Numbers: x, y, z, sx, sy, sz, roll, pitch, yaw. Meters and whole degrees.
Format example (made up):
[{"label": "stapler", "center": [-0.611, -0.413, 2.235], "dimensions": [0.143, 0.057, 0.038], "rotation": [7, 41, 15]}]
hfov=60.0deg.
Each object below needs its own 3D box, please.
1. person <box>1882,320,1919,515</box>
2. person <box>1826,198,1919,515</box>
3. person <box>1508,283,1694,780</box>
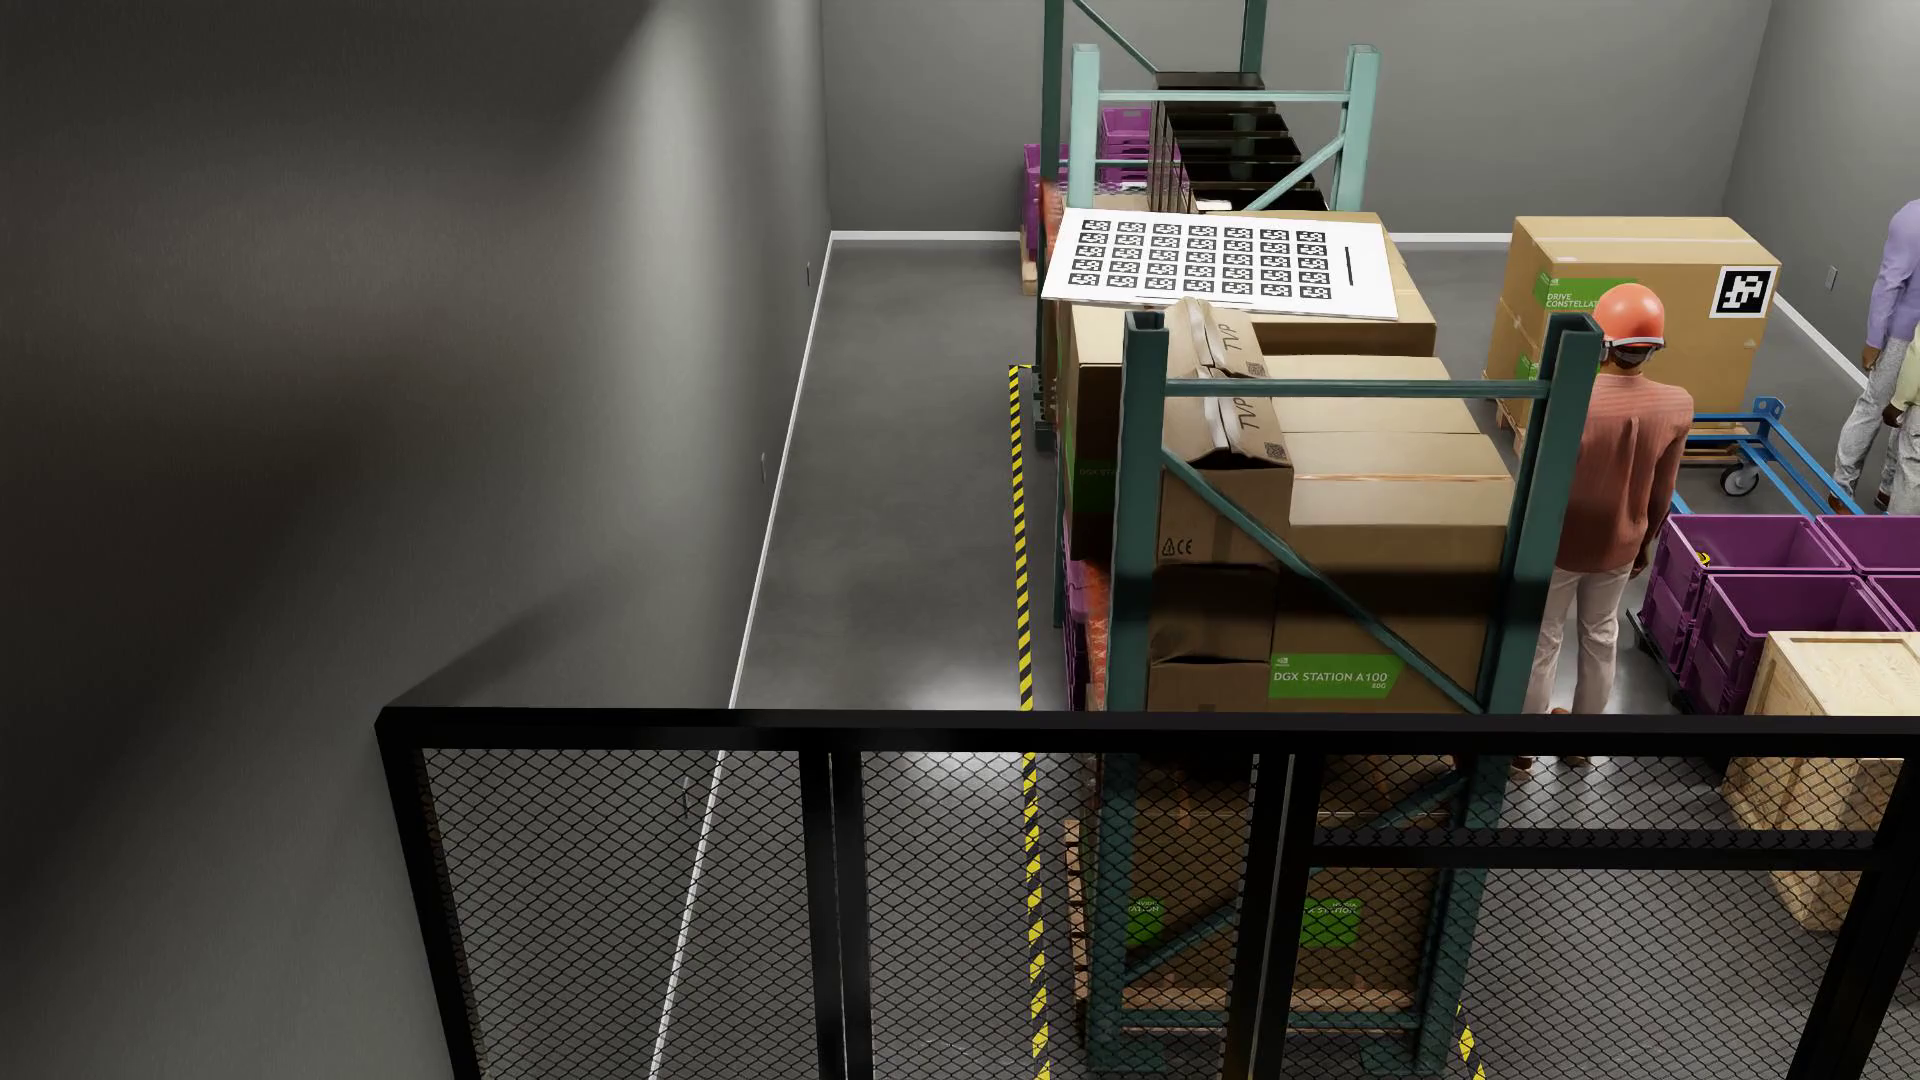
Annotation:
[{"label": "person", "center": [4.445, -0.653, 7.404], "dimensions": [0.599, 1.827, 0.403], "rotation": [2, 31, 3]}, {"label": "person", "center": [4.537, -0.944, 7.783], "dimensions": [0.627, 1.940, 0.372], "rotation": [-1, 31, -1]}, {"label": "person", "center": [2.300, 0.000, 6.161], "dimensions": [0.625, 1.992, 0.388], "rotation": [-7, 32, -12]}]
